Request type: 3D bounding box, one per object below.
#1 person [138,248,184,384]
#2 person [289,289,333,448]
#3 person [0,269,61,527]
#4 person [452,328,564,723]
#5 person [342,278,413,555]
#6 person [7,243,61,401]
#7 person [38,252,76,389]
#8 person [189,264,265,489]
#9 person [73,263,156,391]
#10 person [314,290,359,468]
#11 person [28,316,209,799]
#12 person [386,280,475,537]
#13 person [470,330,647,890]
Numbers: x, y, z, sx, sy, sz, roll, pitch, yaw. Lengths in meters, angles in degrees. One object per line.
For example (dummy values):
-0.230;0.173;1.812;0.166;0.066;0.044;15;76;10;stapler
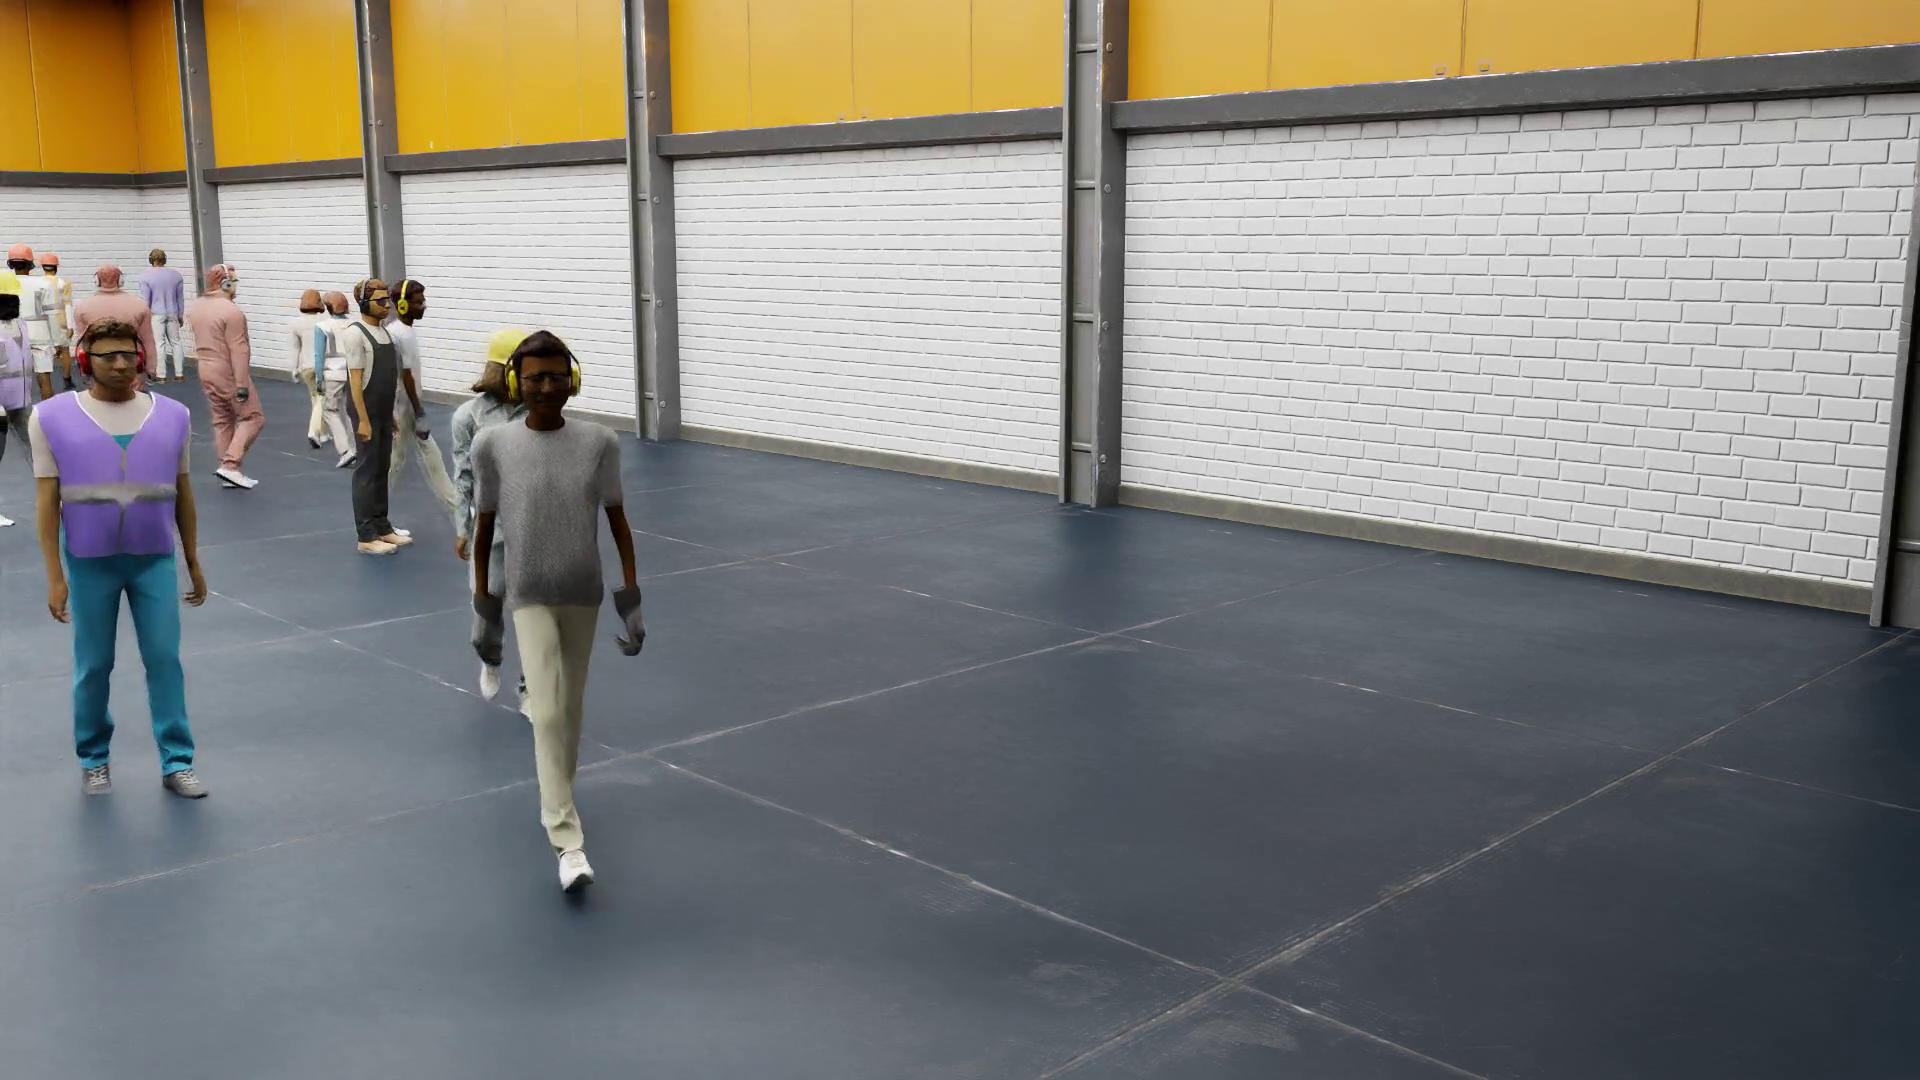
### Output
-11.511;-3.226;24.014;0.372;1.940;0.630;8;13;38;person
-6.534;-1.744;16.861;0.499;1.598;0.816;1;10;4;person
-6.825;-1.008;12.077;0.981;1.873;0.609;1;10;6;person
-1.966;-0.069;7.332;0.507;1.727;0.440;-5;11;-25;person
-3.938;-0.832;11.216;0.351;1.847;0.507;1;10;6;person
-9.950;-2.138;17.783;0.607;2.048;0.370;-3;11;-15;person
-12.486;-2.989;22.840;0.551;1.911;0.867;-2;11;-10;person
-6.118;-1.355;13.926;0.672;1.896;0.437;7;12;32;person
-7.655;-1.567;15.112;0.646;1.890;0.579;-5;12;-26;person
-5.706;-1.480;15.349;0.421;1.641;0.520;8;13;38;person
-3.162;0.086;6.296;0.574;1.864;0.467;-9;14;-40;person
-3.787;-0.914;11.742;0.962;1.812;0.527;-4;11;-21;person
-1.332;0.217;5.557;0.551;1.817;0.961;-5;11;-24;person
